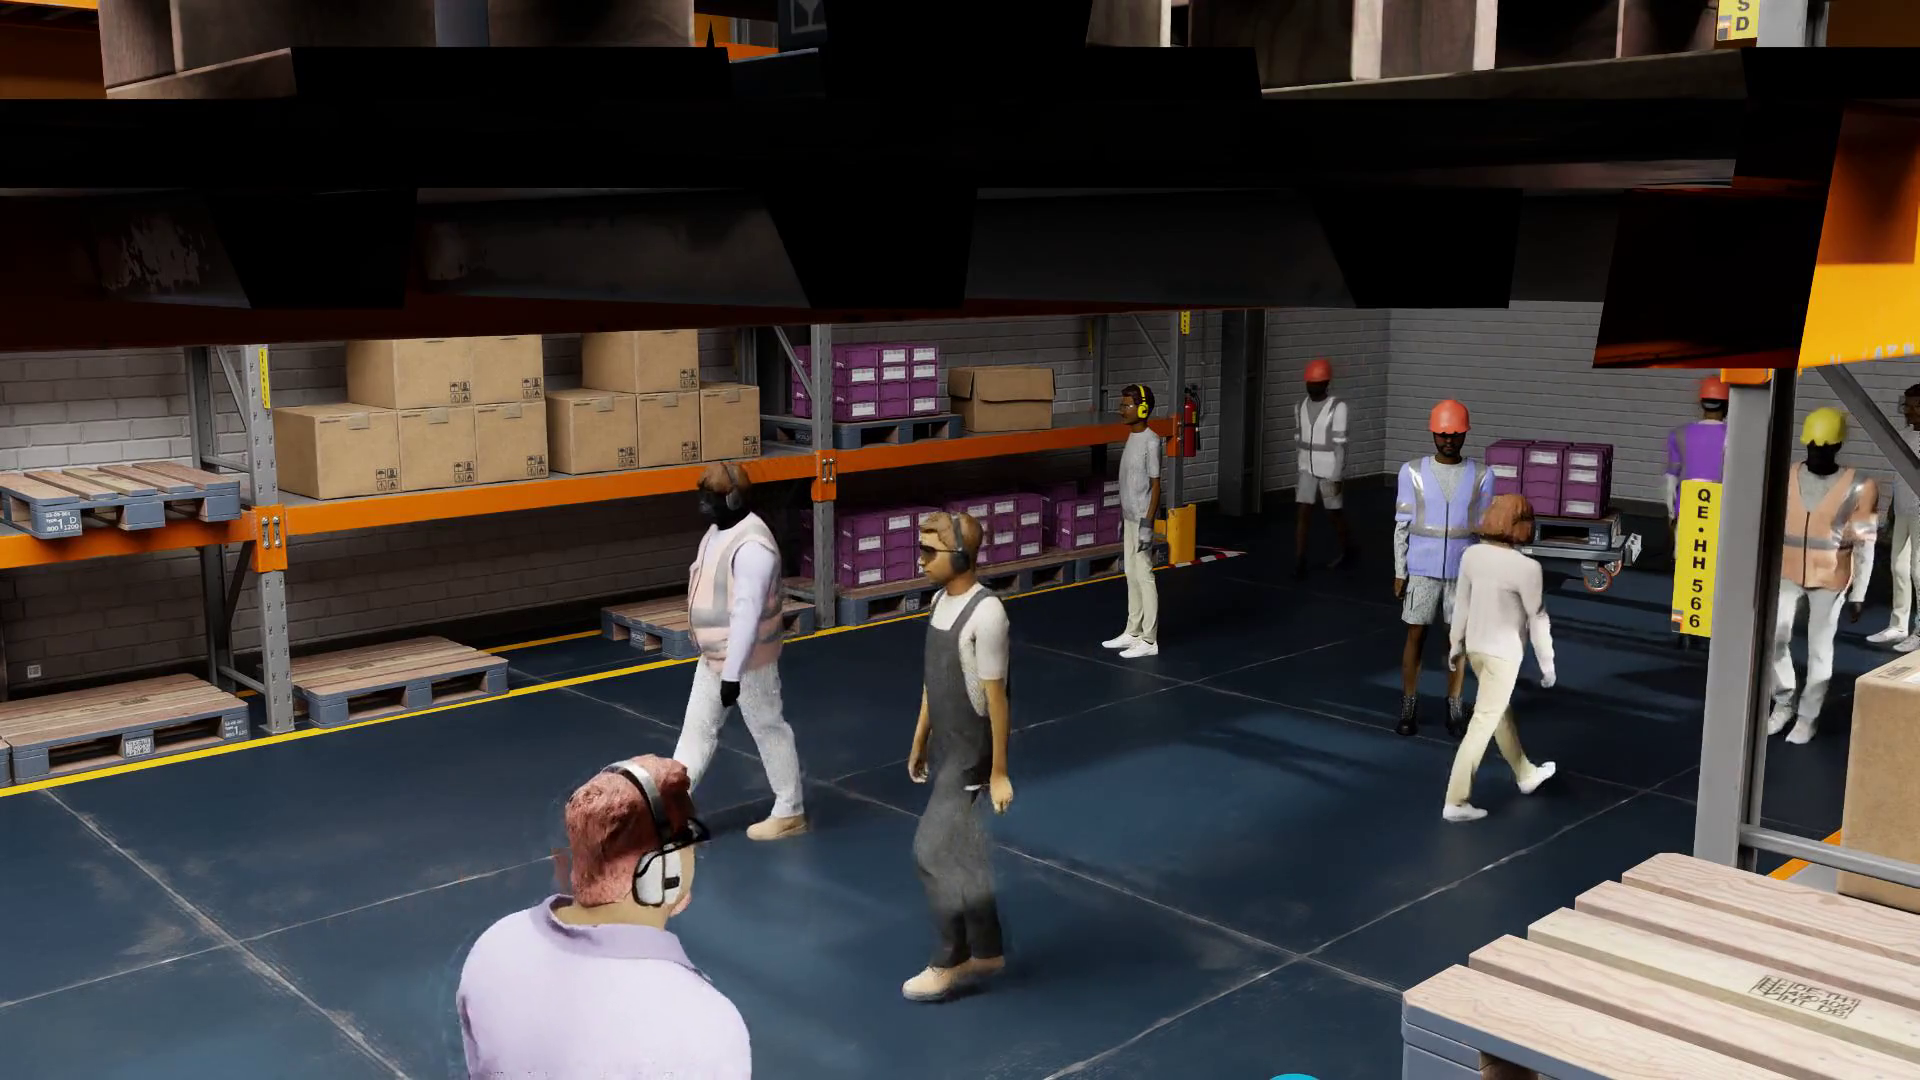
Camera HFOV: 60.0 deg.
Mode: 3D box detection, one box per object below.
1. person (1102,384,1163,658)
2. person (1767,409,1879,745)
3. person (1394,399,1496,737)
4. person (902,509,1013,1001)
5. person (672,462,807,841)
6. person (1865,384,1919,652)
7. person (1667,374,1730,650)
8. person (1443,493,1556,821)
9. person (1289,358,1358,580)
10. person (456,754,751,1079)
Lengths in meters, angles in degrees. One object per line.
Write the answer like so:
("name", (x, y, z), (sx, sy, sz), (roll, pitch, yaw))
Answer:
("person", (1.203, -0.132, 11.410), (0.328, 1.872, 0.509), (-3, 10, -16))
("person", (4.742, 0.220, 9.244), (0.497, 1.901, 0.608), (-9, 13, -44))
("person", (2.748, 0.164, 9.480), (0.544, 1.939, 0.354), (2, 10, 10))
("person", (-0.070, 0.793, 6.132), (0.610, 1.819, 0.542), (-4, 10, -21))
("person", (-1.127, 0.547, 7.635), (0.935, 1.794, 0.661), (-5, 11, -27))
("person", (6.632, -0.156, 11.585), (0.316, 1.861, 0.505), (-1, 10, -5))
("person", (5.276, -0.203, 11.693), (0.567, 1.911, 0.787), (8, 13, 40))
("person", (2.695, 0.564, 8.157), (0.851, 1.588, 0.525), (-4, 11, -23))
("person", (3.122, -0.625, 14.244), (0.542, 1.903, 0.880), (8, 13, 41))
("person", (-0.596, 1.312, 2.892), (0.662, 1.897, 0.486), (8, 12, 37))
